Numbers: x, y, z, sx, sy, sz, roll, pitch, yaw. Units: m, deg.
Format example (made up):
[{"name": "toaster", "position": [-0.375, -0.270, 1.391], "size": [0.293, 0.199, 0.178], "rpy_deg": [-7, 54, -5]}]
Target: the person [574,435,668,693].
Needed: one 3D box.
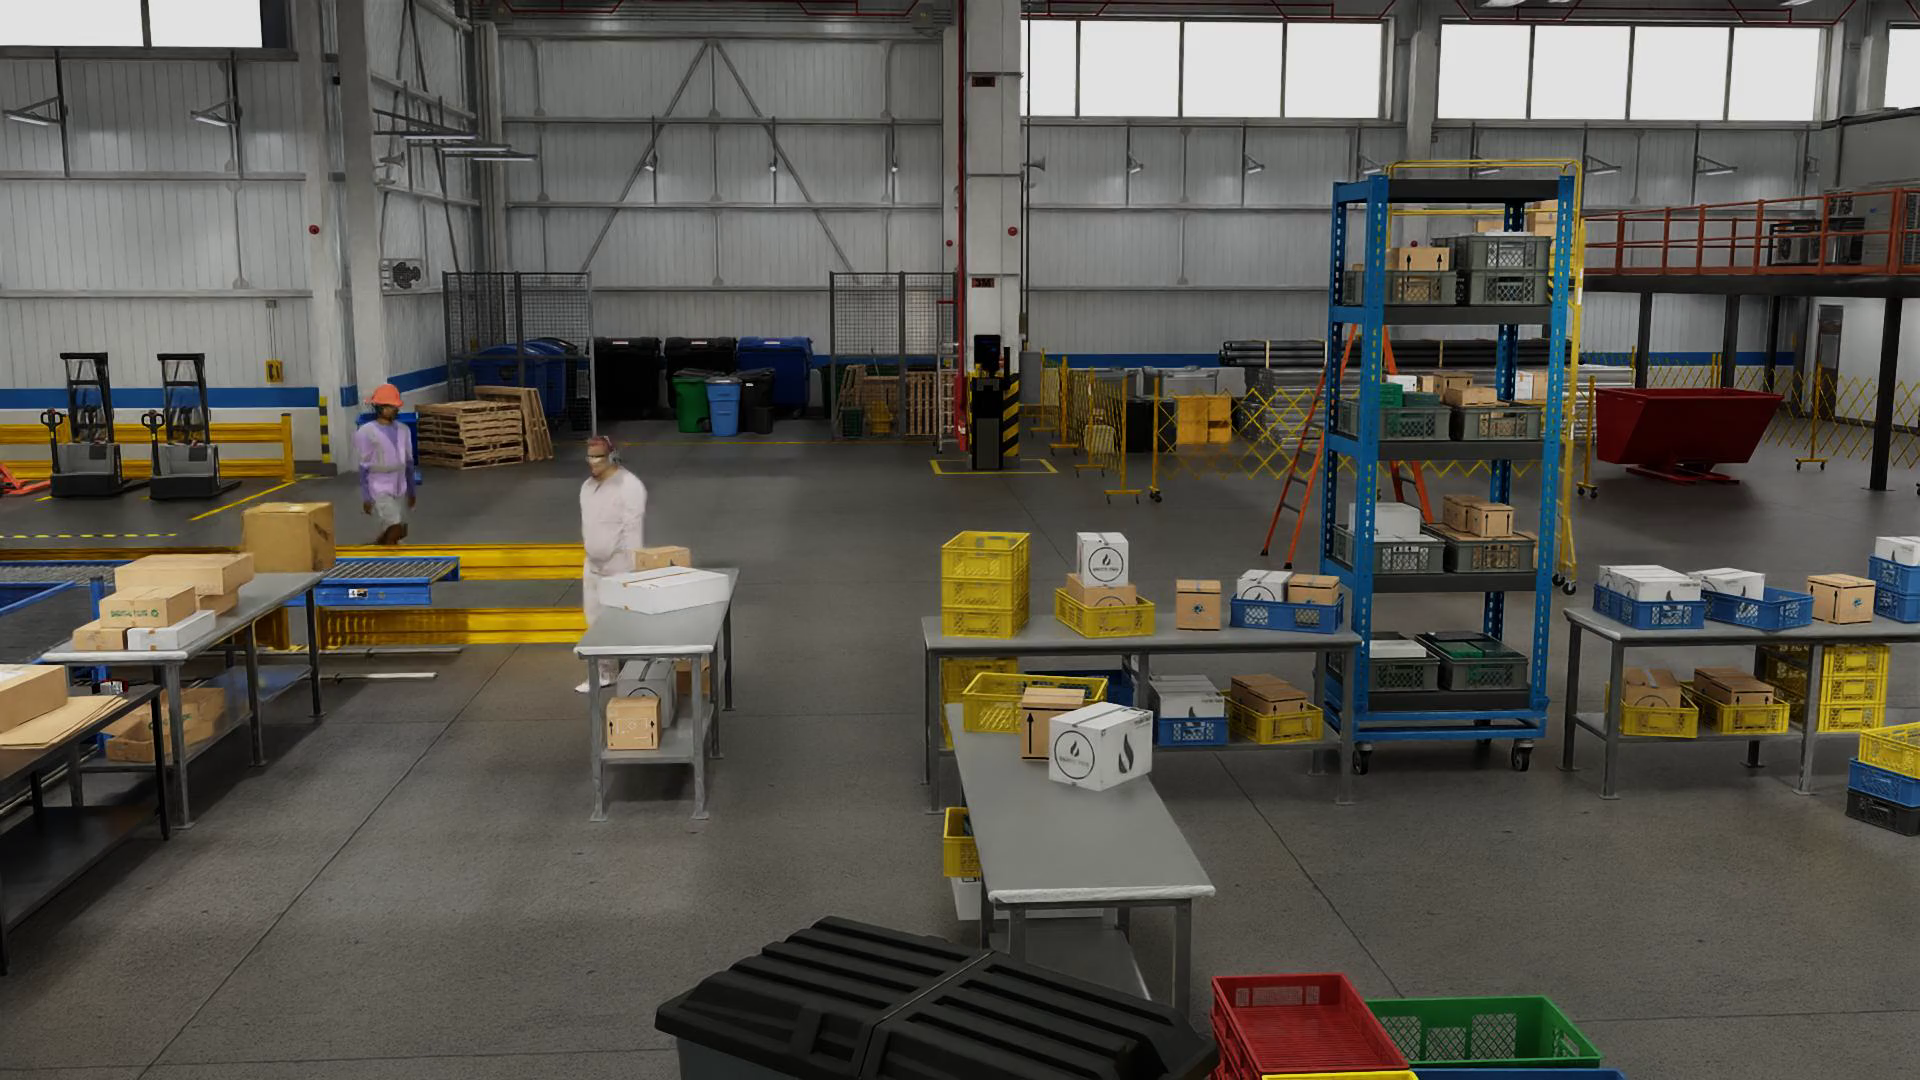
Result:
[{"name": "person", "position": [-2.518, 0.157, 12.218], "size": [0.653, 1.883, 0.673], "rpy_deg": [6, 11, 34]}]

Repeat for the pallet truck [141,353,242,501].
[{"name": "pallet truck", "position": [-10.520, -1.604, 22.925], "size": [0.823, 1.965, 1.885], "rpy_deg": [-1, 9, -6]}]

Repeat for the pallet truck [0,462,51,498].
[{"name": "pallet truck", "position": [-13.193, -1.293, 23.148], "size": [0.653, 1.274, 1.630], "rpy_deg": [-1, 9, -4]}]

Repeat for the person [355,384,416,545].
[{"name": "person", "position": [-5.522, -0.492, 15.912], "size": [0.784, 2.020, 0.608], "rpy_deg": [5, 10, 28]}]

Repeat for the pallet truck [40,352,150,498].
[{"name": "pallet truck", "position": [-11.907, -1.642, 23.165], "size": [0.823, 1.965, 1.885], "rpy_deg": [0, 9, 0]}]
